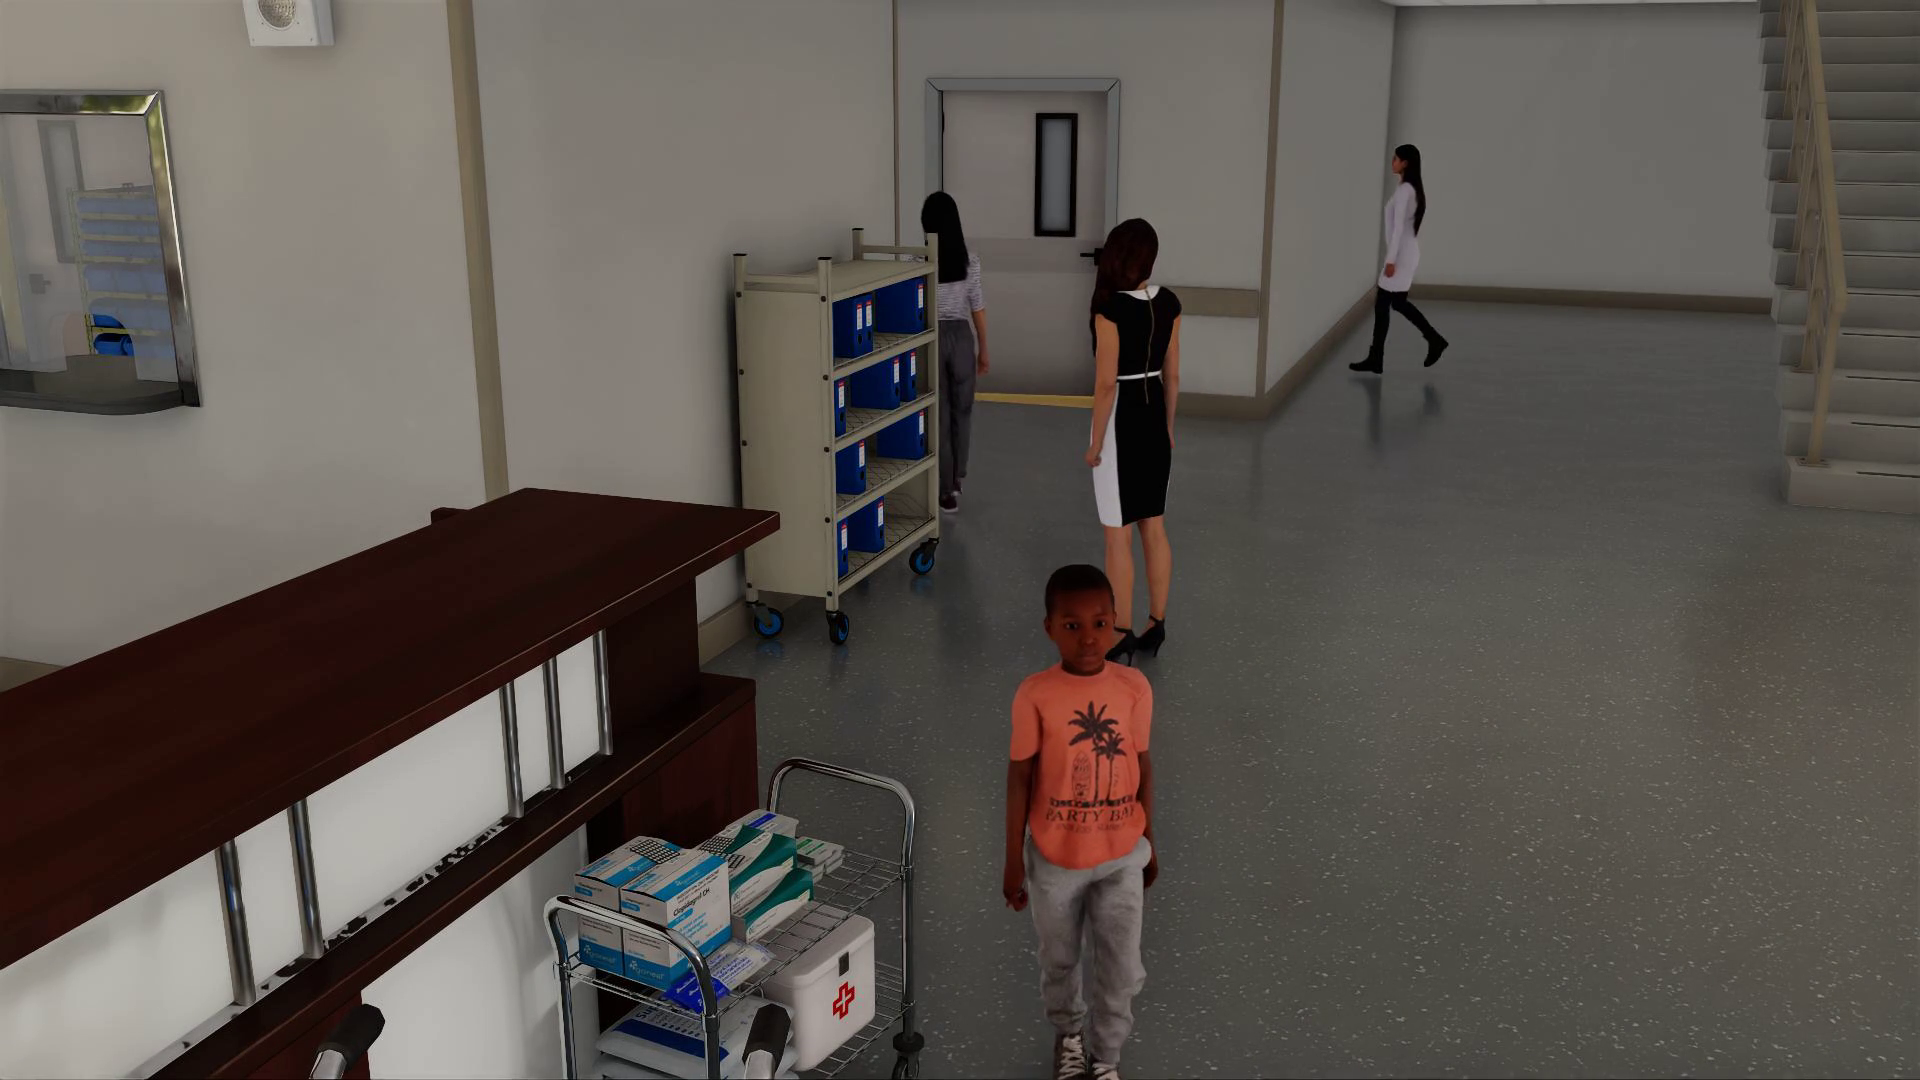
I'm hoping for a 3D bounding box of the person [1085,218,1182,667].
[{"bbox_3d":[0.691,-0.382,6.679,0.626,1.795,0.721,-10,19,-32],"label":"person"}]

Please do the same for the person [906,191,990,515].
[{"bbox_3d":[-0.061,-0.987,8.963,0.763,1.721,0.786,-4,16,-14],"label":"person"}]

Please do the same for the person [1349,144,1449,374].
[{"bbox_3d":[3.529,-2.182,13.073,0.794,1.790,0.952,8,18,27],"label":"person"}]

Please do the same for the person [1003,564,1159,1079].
[{"bbox_3d":[0.279,0.671,3.855,0.621,1.301,0.697,0,16,0],"label":"person"}]
